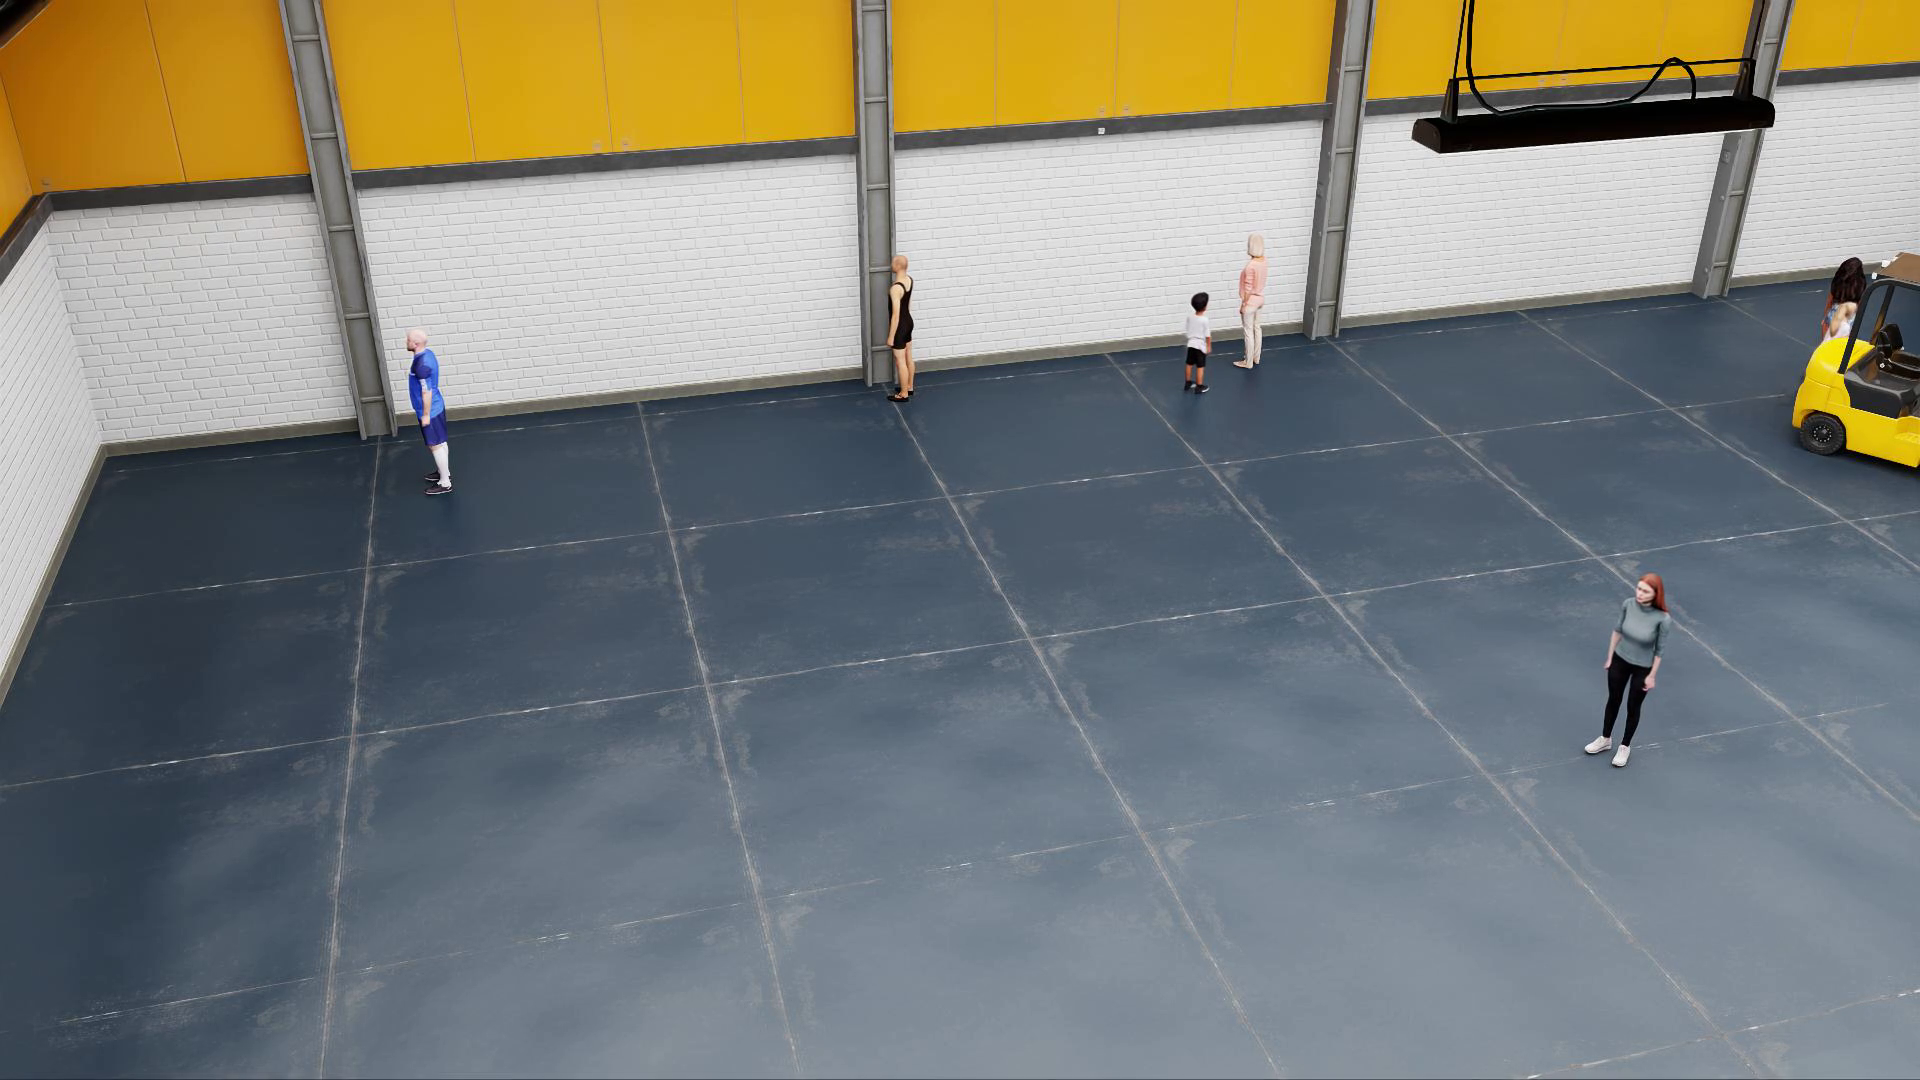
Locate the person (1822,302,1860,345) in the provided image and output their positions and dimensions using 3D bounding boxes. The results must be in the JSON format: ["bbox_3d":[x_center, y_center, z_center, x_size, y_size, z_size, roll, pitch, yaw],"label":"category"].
[{"bbox_3d":[10.404,-2.260,19.963,0.675,1.262,0.582,-2,29,-3],"label":"person"}]

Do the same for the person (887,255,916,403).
[{"bbox_3d":[-0.694,-2.536,19.893,0.724,1.816,0.716,10,30,18],"label":"person"}]

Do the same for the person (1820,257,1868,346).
[{"bbox_3d":[10.752,-2.669,20.333,0.645,1.626,0.721,10,30,18],"label":"person"}]

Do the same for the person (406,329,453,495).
[{"bbox_3d":[-5.676,-1.400,17.782,0.552,1.842,0.656,-7,29,-13],"label":"person"}]

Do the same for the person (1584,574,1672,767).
[{"bbox_3d":[5.430,1.033,13.426,0.654,1.742,0.649,-21,35,-34],"label":"person"}]

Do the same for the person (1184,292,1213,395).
[{"bbox_3d":[2.882,-2.402,20.229,0.575,1.257,0.615,25,37,37],"label":"person"}]

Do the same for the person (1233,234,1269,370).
[{"bbox_3d":[3.664,-2.999,20.837,0.742,1.724,0.651,21,35,33],"label":"person"}]
